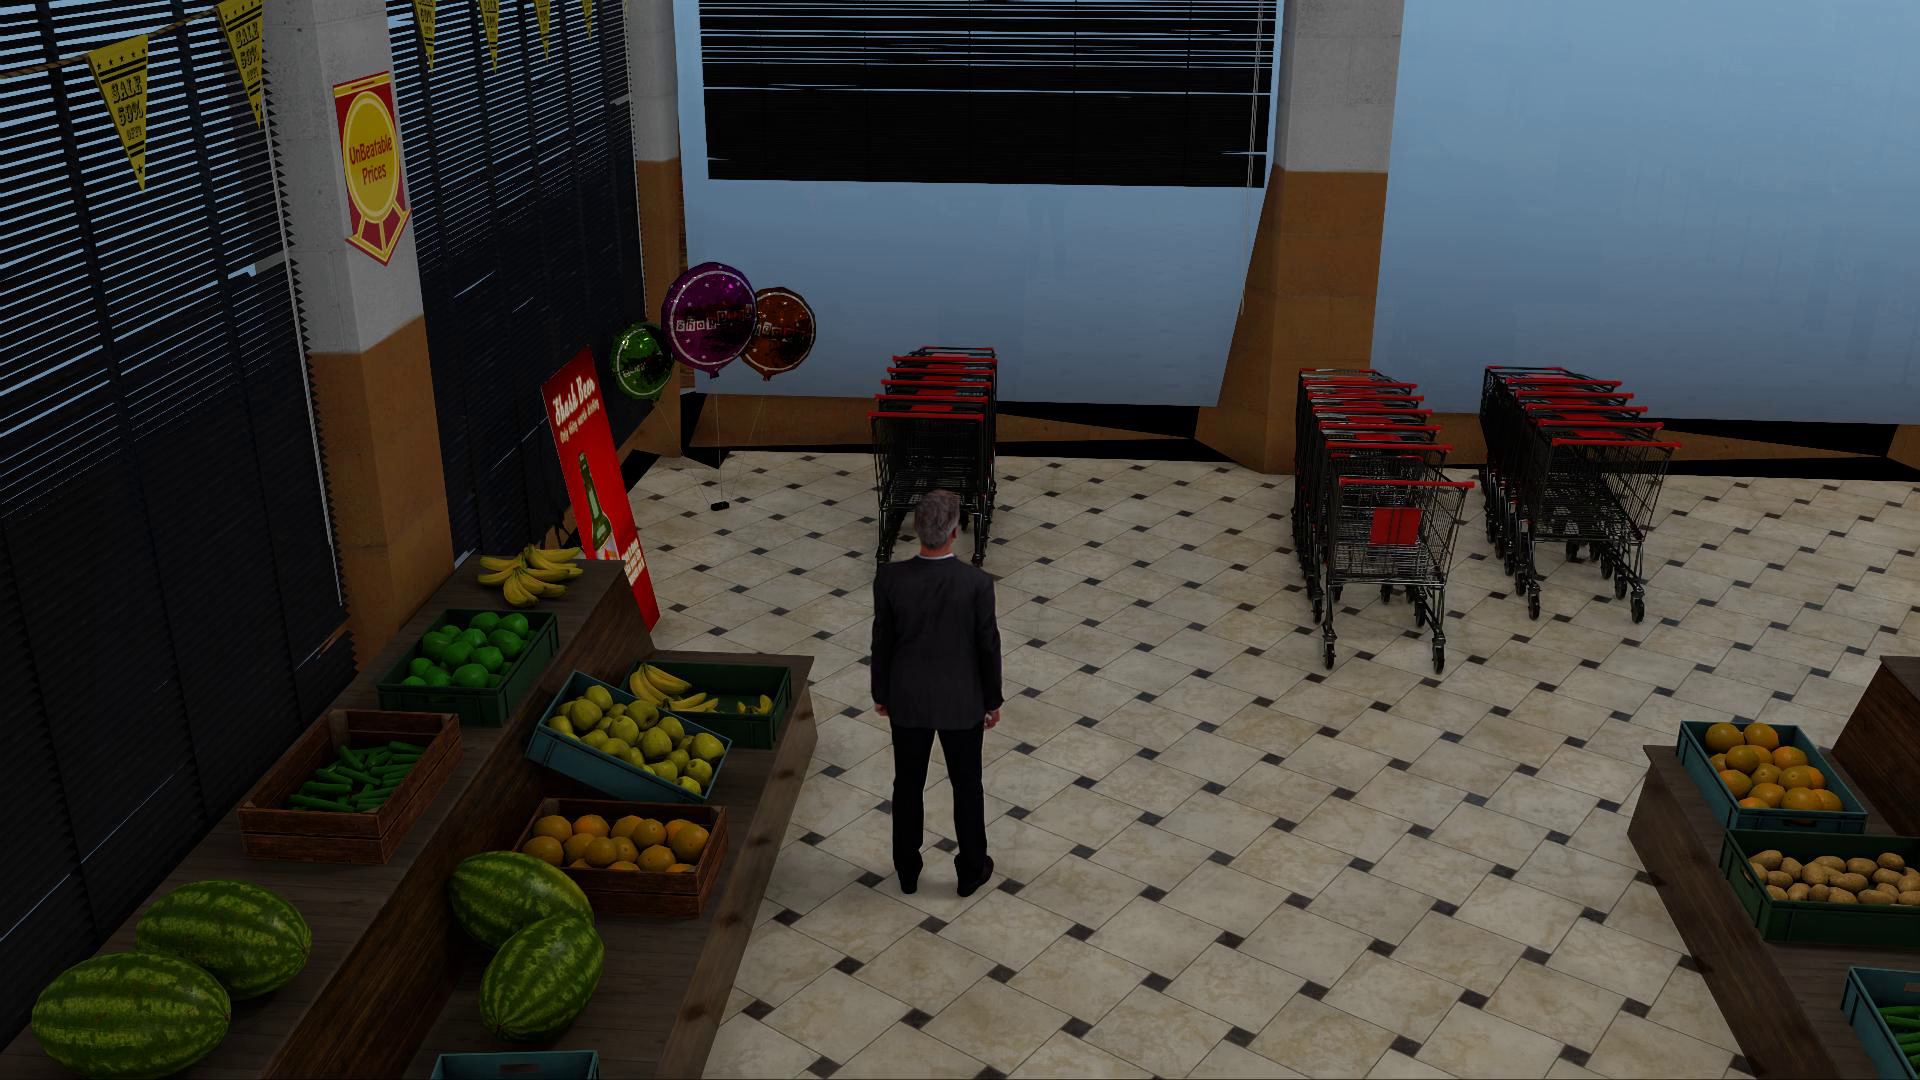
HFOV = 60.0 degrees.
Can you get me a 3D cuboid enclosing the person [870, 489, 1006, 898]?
[{"bbox_3d":[-0.099,0.654,7.028,0.727,1.840,0.576,3,22,7],"label":"person"}]
